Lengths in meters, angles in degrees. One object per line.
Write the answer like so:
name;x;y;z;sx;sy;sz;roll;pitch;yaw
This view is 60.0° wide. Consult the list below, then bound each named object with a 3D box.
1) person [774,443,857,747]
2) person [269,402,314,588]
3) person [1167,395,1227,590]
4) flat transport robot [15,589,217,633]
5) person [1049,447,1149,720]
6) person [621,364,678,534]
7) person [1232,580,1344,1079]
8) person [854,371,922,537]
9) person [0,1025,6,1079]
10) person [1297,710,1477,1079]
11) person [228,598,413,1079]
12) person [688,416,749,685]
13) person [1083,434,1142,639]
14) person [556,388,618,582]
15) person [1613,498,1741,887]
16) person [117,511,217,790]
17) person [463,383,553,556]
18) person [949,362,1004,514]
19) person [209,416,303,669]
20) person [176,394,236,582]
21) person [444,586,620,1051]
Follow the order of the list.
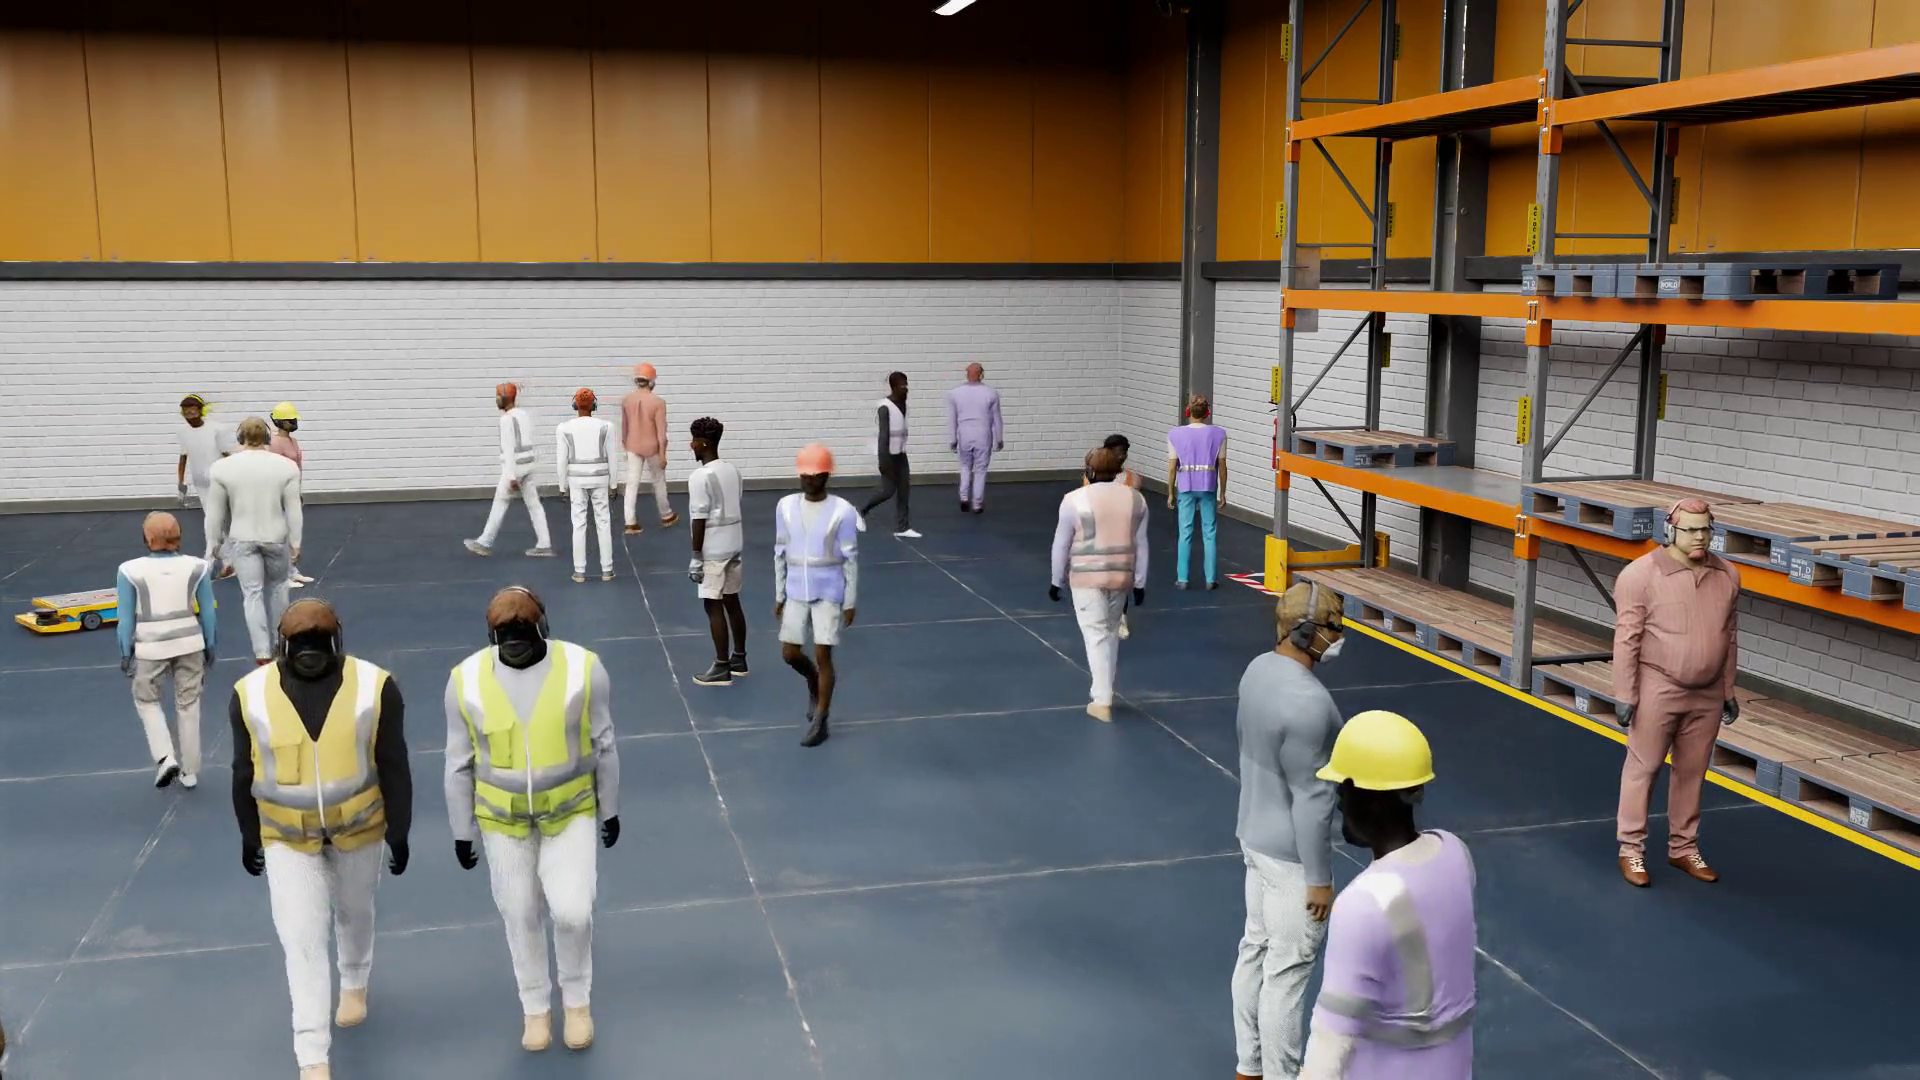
person;-0.910;0.331;10.602;0.560;1.927;0.521;3;10;17
person;-6.400;-0.432;15.872;0.309;1.769;0.523;-1;9;-4
person;2.233;-0.442;15.681;0.564;1.847;0.388;1;9;5
flat transport robot;-7.258;0.562;14.322;0.652;0.197;1.431;9;13;43
person;0.906;0.271;11.312;0.634;1.812;0.767;-4;10;-21
person;-3.630;-1.062;19.272;0.637;1.940;1.014;3;10;18
person;1.158;1.094;5.831;0.371;1.933;0.627;-1;9;-8
person;-0.825;-0.969;18.845;0.746;1.898;0.602;4;10;25
person;-1.597;1.605;2.677;0.561;1.918;0.662;1;9;7
person;0.991;1.359;4.251;0.749;1.900;0.622;7;11;37
person;-2.395;1.095;6.282;0.632;1.795;0.986;-3;10;-21
person;-1.790;0.073;12.168;0.396;1.953;0.620;3;10;19
person;1.237;-0.062;13.815;0.525;1.681;0.680;-2;9;-11
person;-3.603;-0.530;16.119;0.574;1.883;0.355;-2;9;-13
person;3.511;0.741;8.117;0.655;1.906;0.407;-2;9;-9
person;-4.554;0.644;9.581;0.536;1.626;0.359;-7;11;-36
person;-4.759;-0.730;17.516;0.972;1.836;0.598;2;9;13
person;0.215;-1.272;20.736;0.648;1.890;0.511;2;9;15
person;-5.374;0.004;12.712;0.650;1.902;0.904;-5;10;-27
person;-7.292;-0.490;16.041;0.537;1.820;0.841;2;9;10
person;-1.626;1.070;6.329;0.644;1.822;0.496;-1;9;-9
